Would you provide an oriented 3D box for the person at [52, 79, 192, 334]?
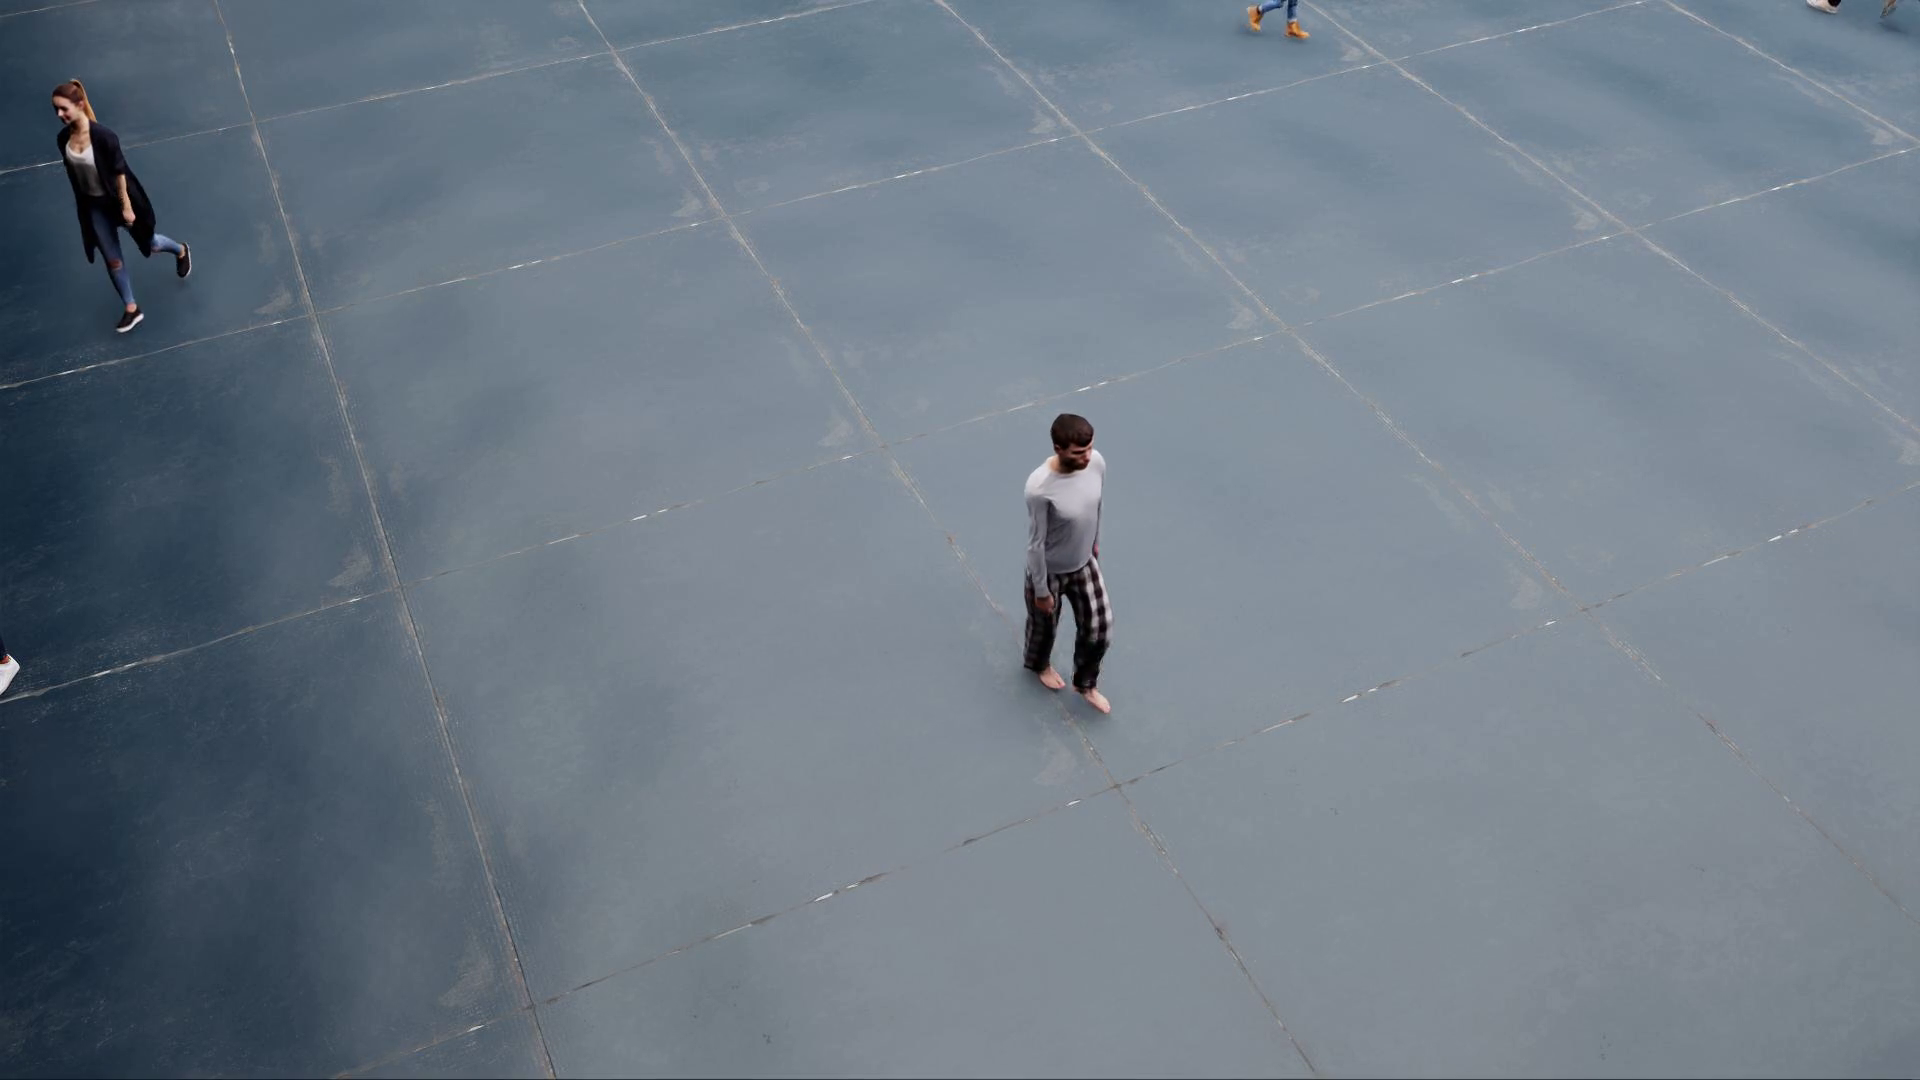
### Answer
[{"bbox_3d":[-5.548,-2.257,11.005,0.997,1.661,1.161,6,43,7],"label":"person"}]

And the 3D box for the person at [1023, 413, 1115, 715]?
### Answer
[{"bbox_3d":[0.455,0.053,8.335,0.729,1.832,0.854,-24,48,-24],"label":"person"}]

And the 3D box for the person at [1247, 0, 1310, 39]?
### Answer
[{"bbox_3d":[2.775,-4.897,14.227,0.862,1.238,0.755,19,46,20],"label":"person"}]

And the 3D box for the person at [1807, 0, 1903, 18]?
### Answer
[{"bbox_3d":[7.986,-5.338,14.336,0.824,1.745,1.066,-33,52,-31],"label":"person"}]
